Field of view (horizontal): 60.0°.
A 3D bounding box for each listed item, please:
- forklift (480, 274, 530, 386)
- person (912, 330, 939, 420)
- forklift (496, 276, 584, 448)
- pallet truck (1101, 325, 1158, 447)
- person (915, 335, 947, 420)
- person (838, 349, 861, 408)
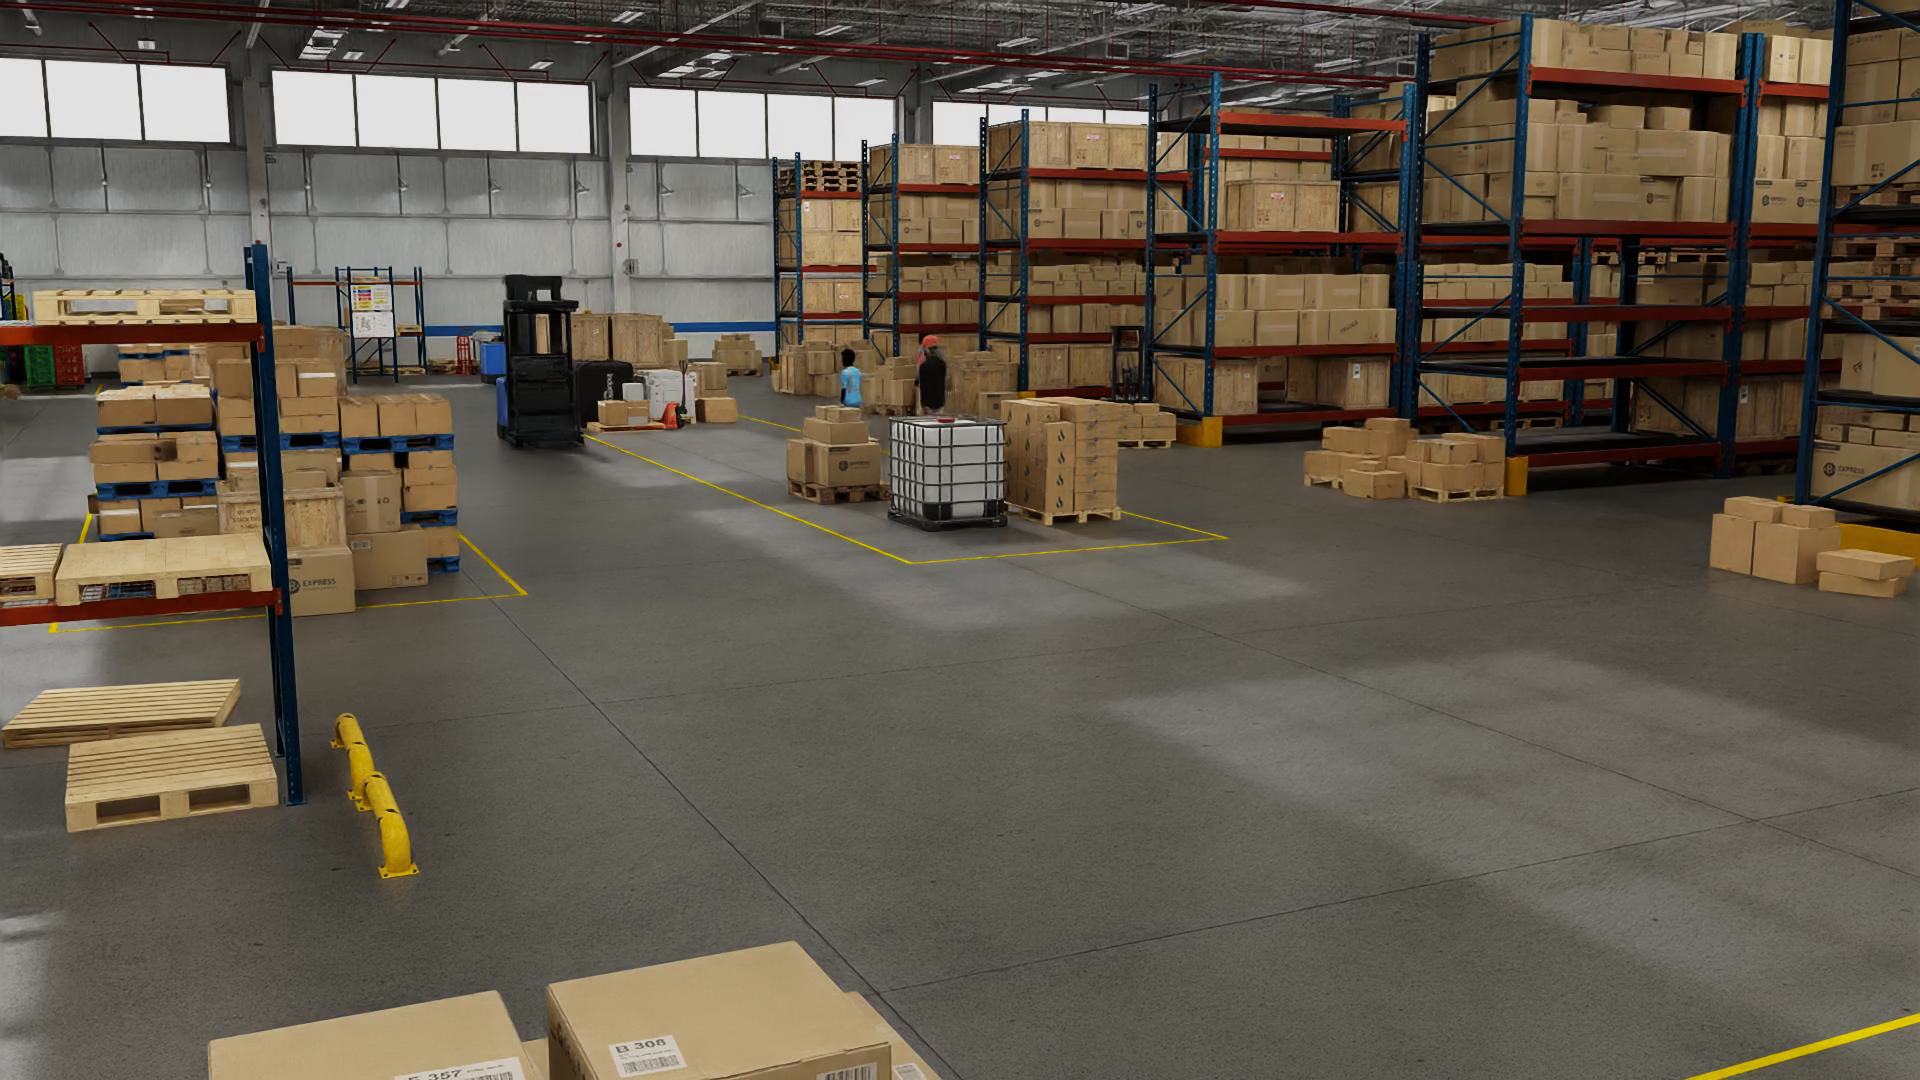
[{"bbox_3d":[-11.255,-5.376,42.441,1.873,2.768,1.129,-4,10,-25],"label":"forklift"},{"bbox_3d":[-0.696,-2.983,30.927,0.898,1.800,0.657,-3,10,-20],"label":"person"},{"bbox_3d":[-7.136,-3.034,27.911,1.129,2.768,1.873,-4,10,-25],"label":"forklift"},{"bbox_3d":[2.881,-2.596,27.923,0.823,1.965,1.885,-1,9,-7],"label":"pallet truck"},{"bbox_3d":[-0.435,-2.005,24.308,0.451,1.973,0.632,7,12,38],"label":"person"},{"bbox_3d":[-1.778,-2.154,26.158,0.381,1.694,0.585,4,10,25],"label":"person"}]
